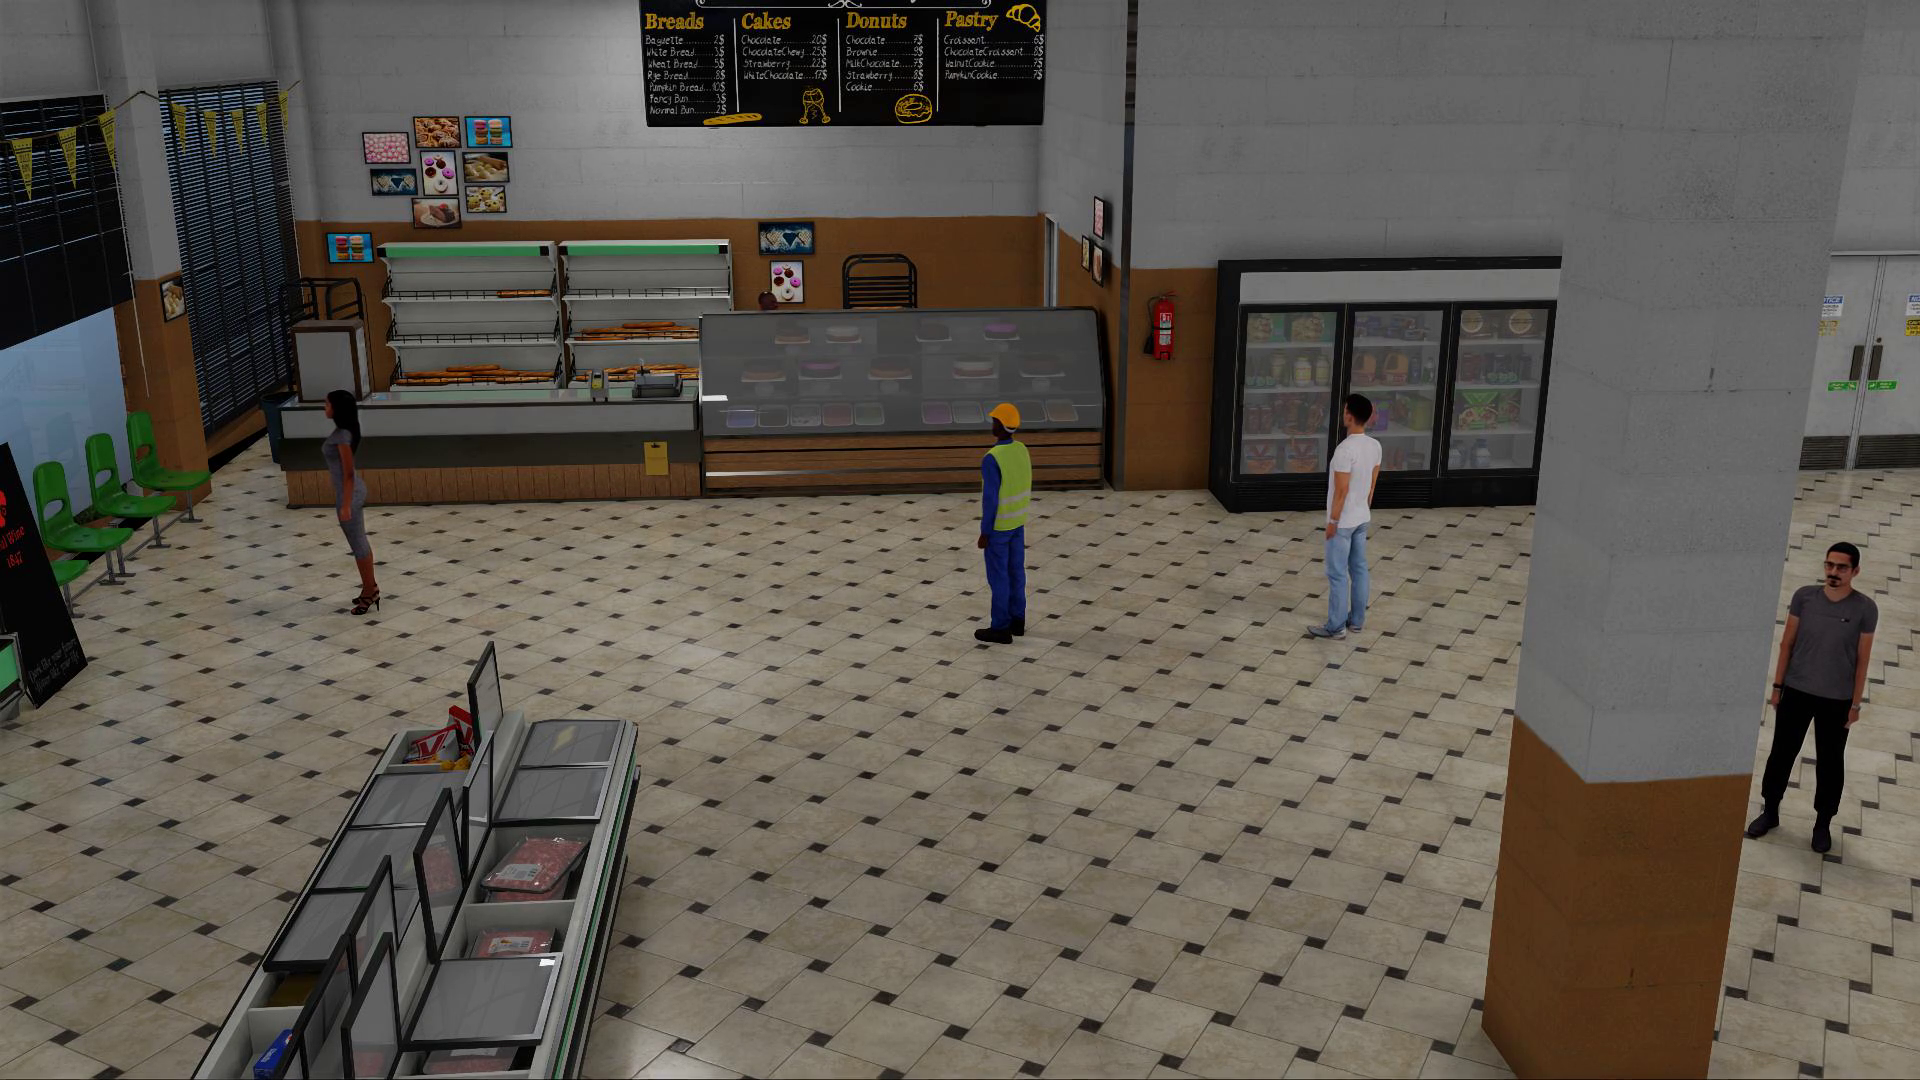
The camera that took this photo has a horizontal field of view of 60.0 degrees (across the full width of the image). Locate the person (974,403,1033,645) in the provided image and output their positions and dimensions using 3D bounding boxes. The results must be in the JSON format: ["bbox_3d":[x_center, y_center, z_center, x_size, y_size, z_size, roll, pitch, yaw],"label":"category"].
[{"bbox_3d":[0.323,-0.132,12.414,0.813,1.813,0.742,13,21,36],"label":"person"}]

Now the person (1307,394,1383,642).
[{"bbox_3d":[2.917,-0.177,12.471,0.758,1.866,0.781,-15,22,-40],"label":"person"}]

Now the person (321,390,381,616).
[{"bbox_3d":[-4.761,-0.300,13.026,0.679,1.781,0.514,-4,17,-13],"label":"person"}]

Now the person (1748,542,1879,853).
[{"bbox_3d":[4.796,0.847,9.291,0.699,1.755,0.746,12,21,34],"label":"person"}]
